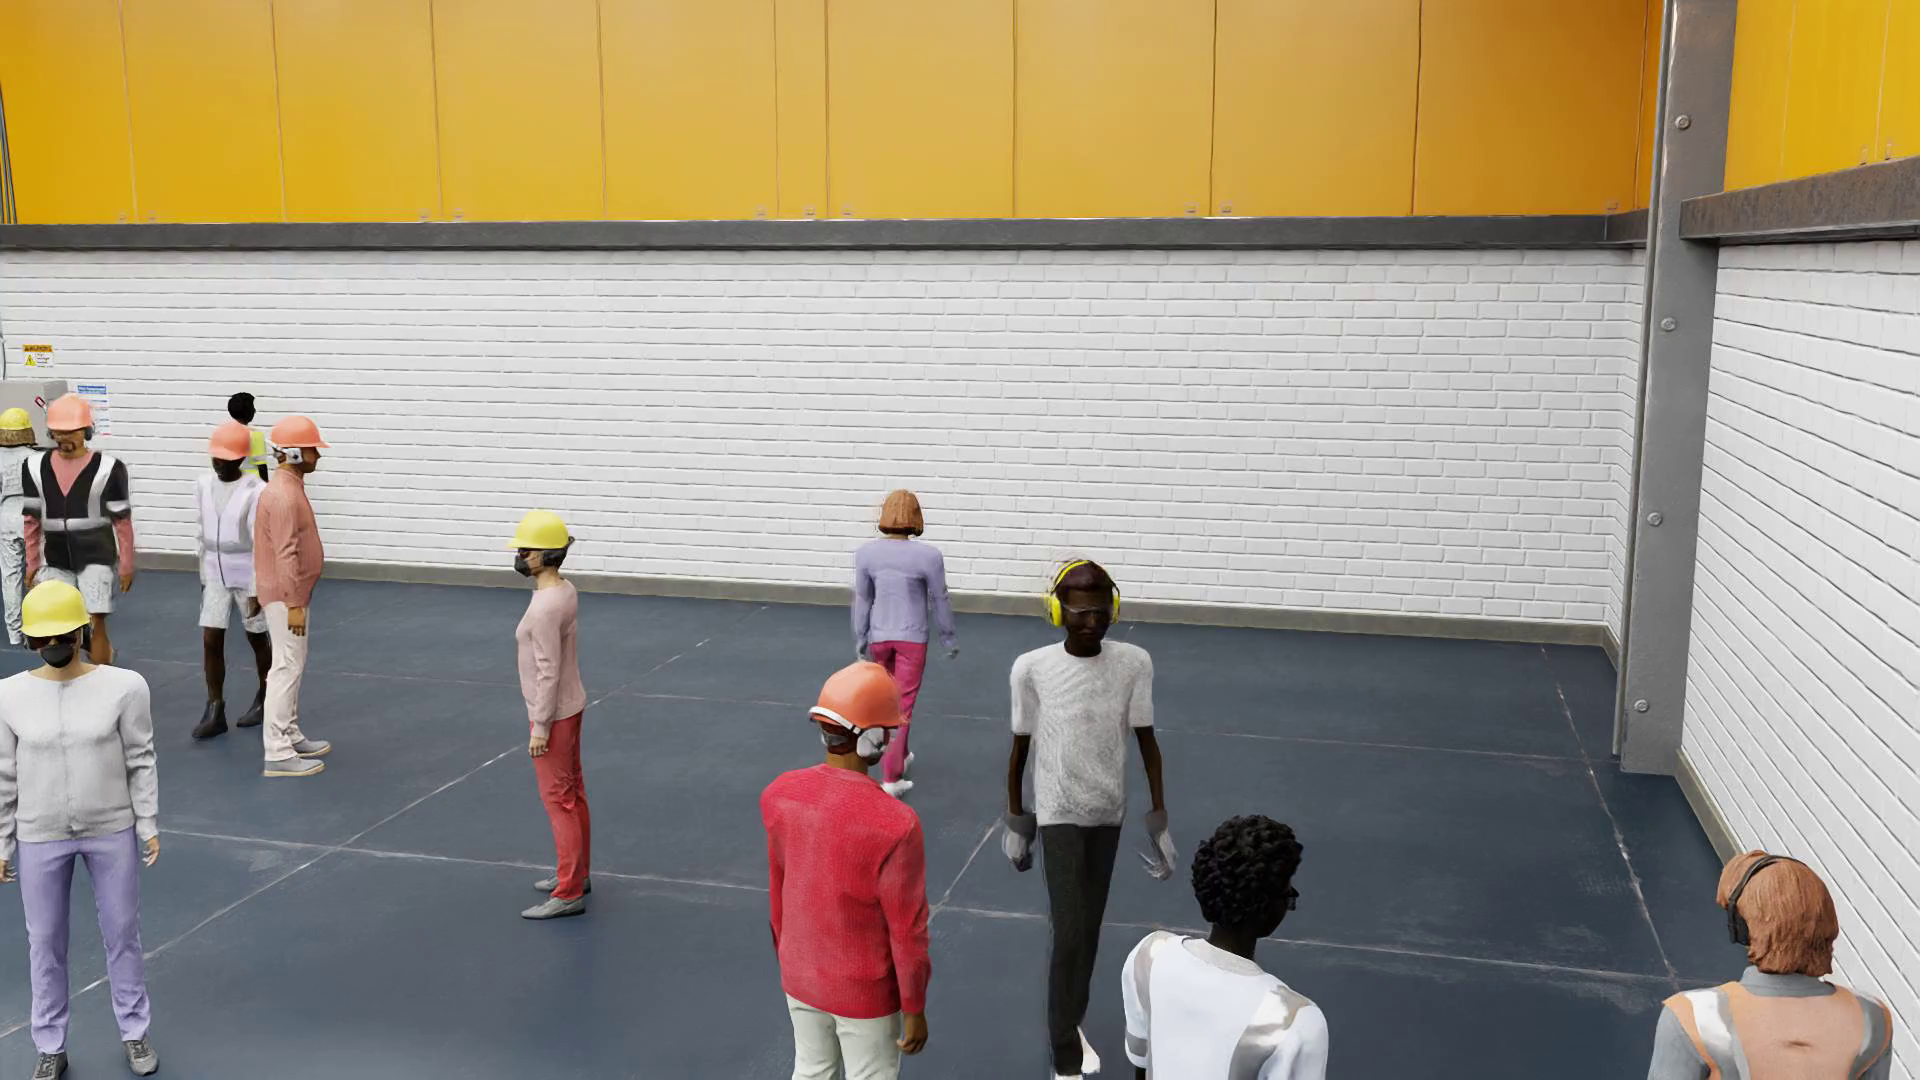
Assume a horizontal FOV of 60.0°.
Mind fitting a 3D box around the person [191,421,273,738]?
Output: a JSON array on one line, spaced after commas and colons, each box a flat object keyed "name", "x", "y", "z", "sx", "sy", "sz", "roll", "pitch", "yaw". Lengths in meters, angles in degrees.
[{"name": "person", "x": -4.297, "y": 0.233, "z": 9.832, "sx": 0.576, "sy": 1.889, "sz": 0.750, "roll": 2, "pitch": 10, "yaw": 12}]

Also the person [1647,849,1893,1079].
[{"name": "person", "x": 1.650, "y": 1.447, "z": 3.458, "sx": 0.524, "sy": 1.631, "sz": 0.316, "roll": -1, "pitch": 10, "yaw": -7}]

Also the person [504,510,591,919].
[{"name": "person", "x": -1.775, "y": 0.746, "z": 7.183, "sx": 0.307, "sy": 1.770, "sz": 0.533, "roll": -1, "pitch": 10, "yaw": -4}]

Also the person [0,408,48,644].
[{"name": "person", "x": -6.883, "y": -0.102, "z": 12.245, "sx": 0.485, "sy": 1.745, "sz": 0.296, "roll": -1, "pitch": 10, "yaw": -6}]

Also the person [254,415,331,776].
[{"name": "person", "x": -3.668, "y": 0.300, "z": 9.210, "sx": 0.431, "sy": 1.982, "sz": 0.632, "roll": -3, "pitch": 10, "yaw": -16}]

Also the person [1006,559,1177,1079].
[{"name": "person", "x": 0.460, "y": 0.992, "z": 5.571, "sx": 0.514, "sy": 1.833, "sz": 0.804, "roll": -3, "pitch": 10, "yaw": -18}]

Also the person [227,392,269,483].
[{"name": "person", "x": -6.101, "y": -0.416, "z": 14.227, "sx": 0.531, "sy": 1.697, "sz": 0.322, "roll": 5, "pitch": 11, "yaw": 25}]

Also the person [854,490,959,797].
[{"name": "person", "x": -0.268, "y": 0.529, "z": 8.913, "sx": 0.521, "sy": 1.605, "sz": 0.723, "roll": 4, "pitch": 11, "yaw": 25}]

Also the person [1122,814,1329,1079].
[{"name": "person", "x": 0.558, "y": 1.406, "z": 3.542, "sx": 0.320, "sy": 1.686, "sz": 0.538, "roll": -8, "pitch": 13, "yaw": -40}]

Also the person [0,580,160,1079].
[{"name": "person", "x": -3.015, "y": 1.003, "z": 5.677, "sx": 0.529, "sy": 1.768, "sz": 0.312, "roll": -5, "pitch": 11, "yaw": -27}]

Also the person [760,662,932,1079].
[{"name": "person", "x": -0.293, "y": 1.194, "z": 4.624, "sx": 0.567, "sy": 1.741, "sz": 0.353, "roll": 8, "pitch": 12, "yaw": 39}]

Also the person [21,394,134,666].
[{"name": "person", "x": -5.388, "y": 0.098, "z": 10.256, "sx": 0.628, "sy": 2.021, "sz": 0.687, "roll": -1, "pitch": 10, "yaw": -5}]
